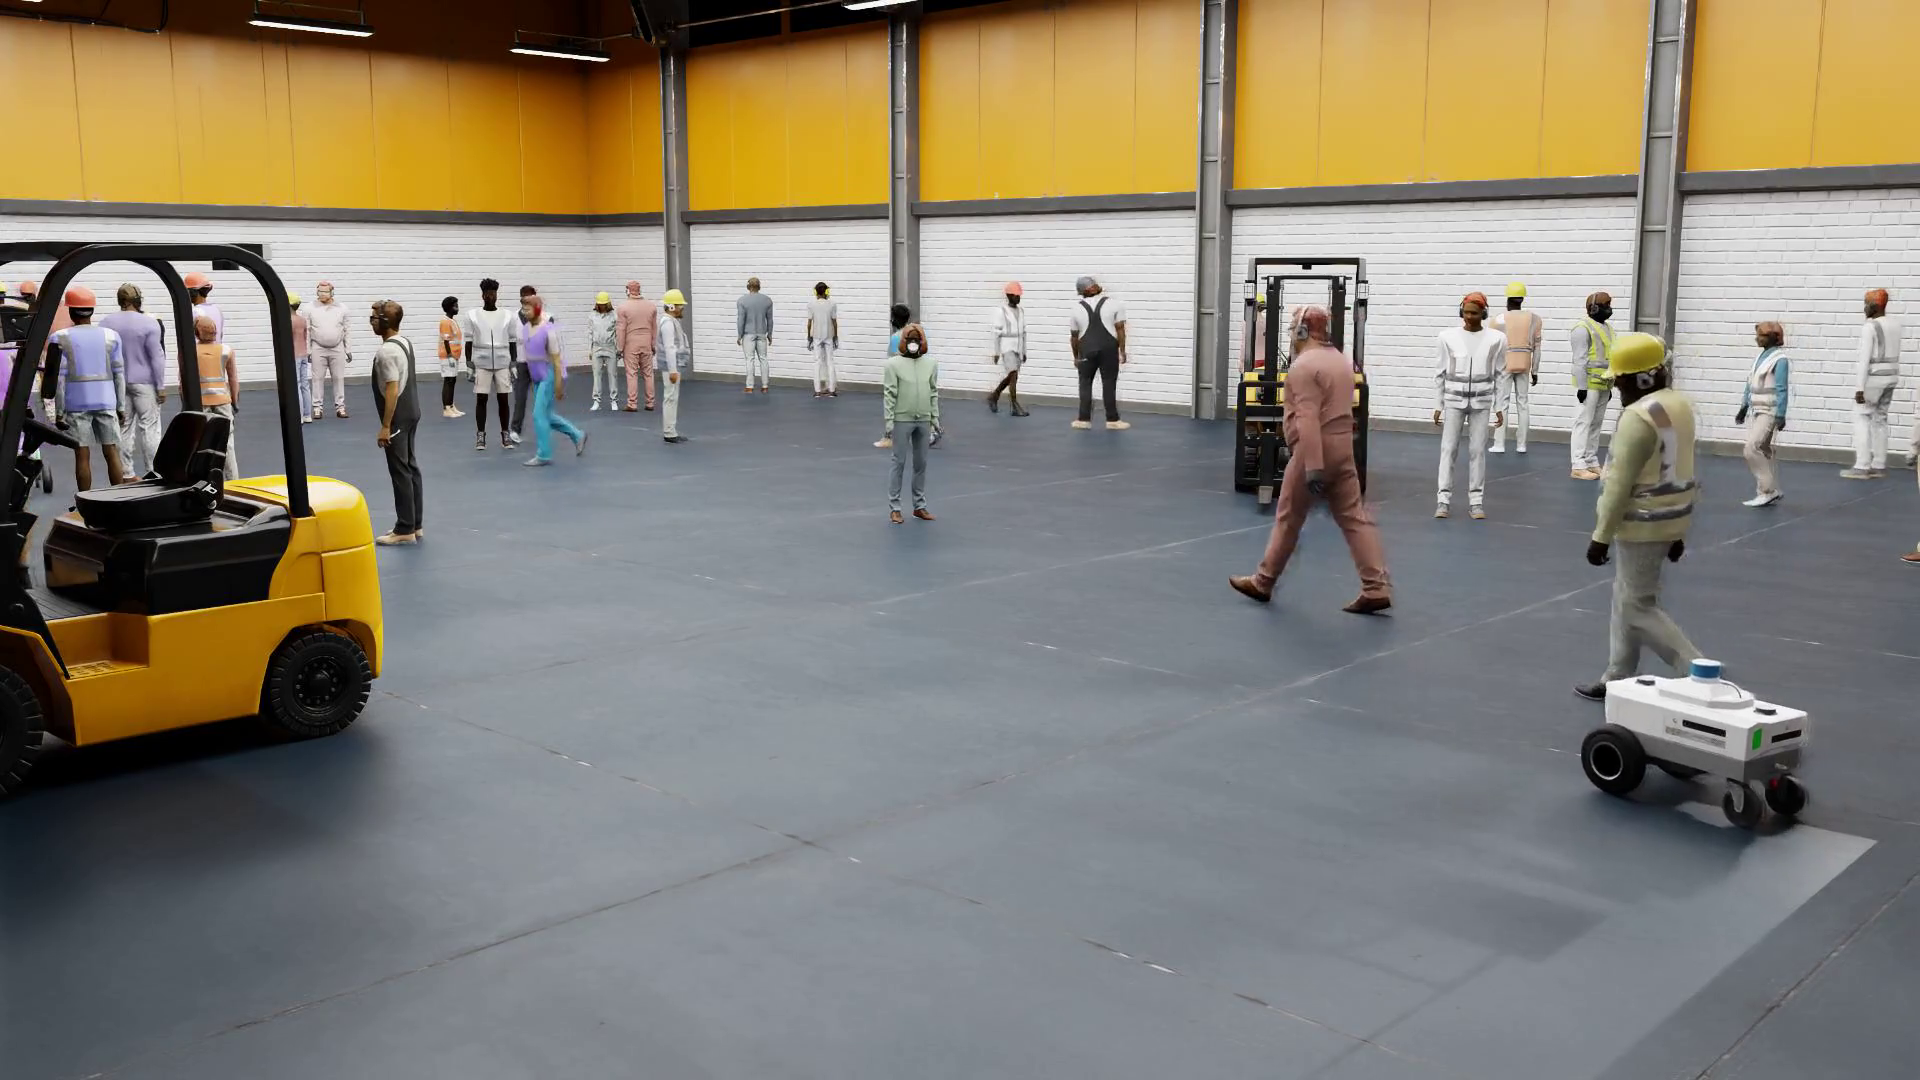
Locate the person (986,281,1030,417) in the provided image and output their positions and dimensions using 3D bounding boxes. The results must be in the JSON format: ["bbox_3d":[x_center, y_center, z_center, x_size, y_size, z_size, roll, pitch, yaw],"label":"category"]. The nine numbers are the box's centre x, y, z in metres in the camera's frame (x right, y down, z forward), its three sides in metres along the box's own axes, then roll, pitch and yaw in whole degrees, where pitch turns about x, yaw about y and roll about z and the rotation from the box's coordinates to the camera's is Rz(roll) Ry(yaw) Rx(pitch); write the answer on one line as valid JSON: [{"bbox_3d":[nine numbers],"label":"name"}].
[{"bbox_3d":[0.669,-2.712,23.586,0.551,1.912,0.878,-9,13,-44],"label":"person"}]

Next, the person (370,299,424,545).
[{"bbox_3d":[-4.245,-0.880,12.505,0.344,1.847,0.507,0,9,0],"label":"person"}]

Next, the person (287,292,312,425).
[{"bbox_3d":[-8.855,-2.409,22.114,0.309,1.772,0.525,1,9,8],"label":"person"}]

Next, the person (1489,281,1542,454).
[{"bbox_3d":[6.201,-1.925,18.653,0.593,1.930,0.355,0,9,1],"label":"person"}]

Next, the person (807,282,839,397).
[{"bbox_3d":[-2.220,-3.233,26.879,0.518,1.865,0.330,0,9,-3],"label":"person"}]

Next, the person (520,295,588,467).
[{"bbox_3d":[-4.298,-1.688,17.571,0.712,1.809,0.598,-7,12,-38],"label":"person"}]

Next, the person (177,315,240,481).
[{"bbox_3d":[-6.938,-1.251,15.390,0.523,1.645,0.306,-6,11,-33],"label":"person"}]

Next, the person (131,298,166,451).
[{"bbox_3d":[-9.303,-1.902,18.780,0.625,1.846,0.429,-1,9,-8],"label":"person"}]

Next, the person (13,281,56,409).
[{"bbox_3d":[-13.636,-2.831,24.293,0.545,1.907,0.914,1,9,6],"label":"person"}]

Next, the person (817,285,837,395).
[{"bbox_3d":[-2.203,-3.297,27.387,0.346,1.832,0.587,0,9,0],"label":"person"}]

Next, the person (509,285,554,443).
[{"bbox_3d":[-5.147,-2.094,19.875,0.615,1.869,0.915,1,9,8],"label":"person"}]

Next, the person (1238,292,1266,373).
[{"bbox_3d":[3.827,-2.307,21.500,0.525,1.769,0.316,-5,10,-28],"label":"person"}]

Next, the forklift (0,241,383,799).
[{"bbox_3d":[-3.706,-0.171,7.093,1.214,2.155,2.313,9,13,43],"label":"forklift"}]

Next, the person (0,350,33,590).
[{"bbox_3d":[-6.276,-0.588,10.518,0.748,1.904,0.571,1,9,6],"label":"person"}]

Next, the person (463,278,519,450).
[{"bbox_3d":[-5.377,-2.016,19.101,0.606,1.967,0.367,-4,10,-21],"label":"person"}]

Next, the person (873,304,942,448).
[{"bbox_3d":[-0.612,-1.877,19.115,0.759,1.674,0.534,4,10,21],"label":"person"}]

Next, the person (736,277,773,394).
[{"bbox_3d":[-3.413,-3.401,27.675,0.638,1.938,0.357,-5,10,-27],"label":"person"}]

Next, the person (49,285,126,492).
[{"bbox_3d":[-7.116,-1.106,13.598,0.548,1.942,0.348,-8,12,-41],"label":"person"}]

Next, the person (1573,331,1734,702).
[{"bbox_3d":[3.210,-0.050,7.606,0.714,1.797,0.609,7,12,39],"label":"person"}]

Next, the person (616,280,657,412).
[{"bbox_3d":[-4.711,-2.812,24.181,0.639,1.903,0.406,-7,12,-38],"label":"person"}]

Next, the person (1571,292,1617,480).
[{"bbox_3d":[6.280,-1.523,16.454,0.625,1.846,0.429,-9,13,-44],"label":"person"}]

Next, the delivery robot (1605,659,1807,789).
[{"bbox_3d":[2.875,0.706,6.440,0.477,0.478,0.707,-6,11,-31],"label":"delivery robot"}]

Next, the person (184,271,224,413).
[{"bbox_3d":[-8.039,-1.818,17.651,0.382,2.041,0.616,0,9,2],"label":"person"}]

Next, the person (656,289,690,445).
[{"bbox_3d":[-3.388,-2.041,19.672,0.404,1.827,0.600,-2,9,-9],"label":"person"}]

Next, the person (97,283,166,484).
[{"bbox_3d":[-7.828,-1.459,15.768,0.629,1.940,0.376,1,9,6],"label":"person"}]

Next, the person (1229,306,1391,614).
[{"bbox_3d":[2.171,-0.481,10.087,1.066,1.848,0.675,9,13,44],"label":"person"}]

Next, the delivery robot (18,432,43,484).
[{"bbox_3d":[-8.731,-0.760,15.430,0.477,0.478,0.707,-5,11,-29],"label":"delivery robot"}]

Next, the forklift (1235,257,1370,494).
[{"bbox_3d":[3.309,-1.629,16.029,1.214,2.155,2.313,2,9,11],"label":"forklift"}]

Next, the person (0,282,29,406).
[{"bbox_3d":[-12.256,-2.359,21.339,0.383,1.921,0.586,3,10,17],"label":"person"}]

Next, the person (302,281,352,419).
[{"bbox_3d":[-8.749,-2.623,23.025,0.637,1.904,0.403,-5,11,-28],"label":"person"}]

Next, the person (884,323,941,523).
[{"bbox_3d":[-0.388,-0.957,13.621,0.507,1.632,0.278,-5,11,-30],"label":"person"}]

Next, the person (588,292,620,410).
[{"bbox_3d":[-5.211,-2.762,24.371,0.484,1.740,0.304,0,9,-2],"label":"person"}]

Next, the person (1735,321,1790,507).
[{"bbox_3d":[6.964,-1.083,14.430,0.377,1.623,0.519,1,9,7],"label":"person"}]

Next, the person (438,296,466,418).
[{"bbox_3d":[-7.090,-2.543,23.160,0.319,1.696,0.550,0,9,-3],"label":"person"}]

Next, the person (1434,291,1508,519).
[{"bbox_3d":[4.222,-1.112,13.807,0.575,1.886,0.362,2,10,14],"label":"person"}]

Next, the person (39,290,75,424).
[{"bbox_3d":[-12.058,-2.546,22.270,0.400,1.989,0.623,7,12,36],"label":"person"}]

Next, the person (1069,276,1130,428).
[{"bbox_3d":[1.848,-2.468,21.645,0.828,2.000,0.533,2,9,9],"label":"person"}]

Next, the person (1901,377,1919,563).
[{"bbox_3d":[6.886,-0.638,11.673,0.507,1.631,0.268,-2,9,-12],"label":"person"}]

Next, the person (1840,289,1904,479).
[{"bbox_3d":[9.038,-1.535,16.421,0.596,1.874,0.377,-5,11,-29],"label":"person"}]
